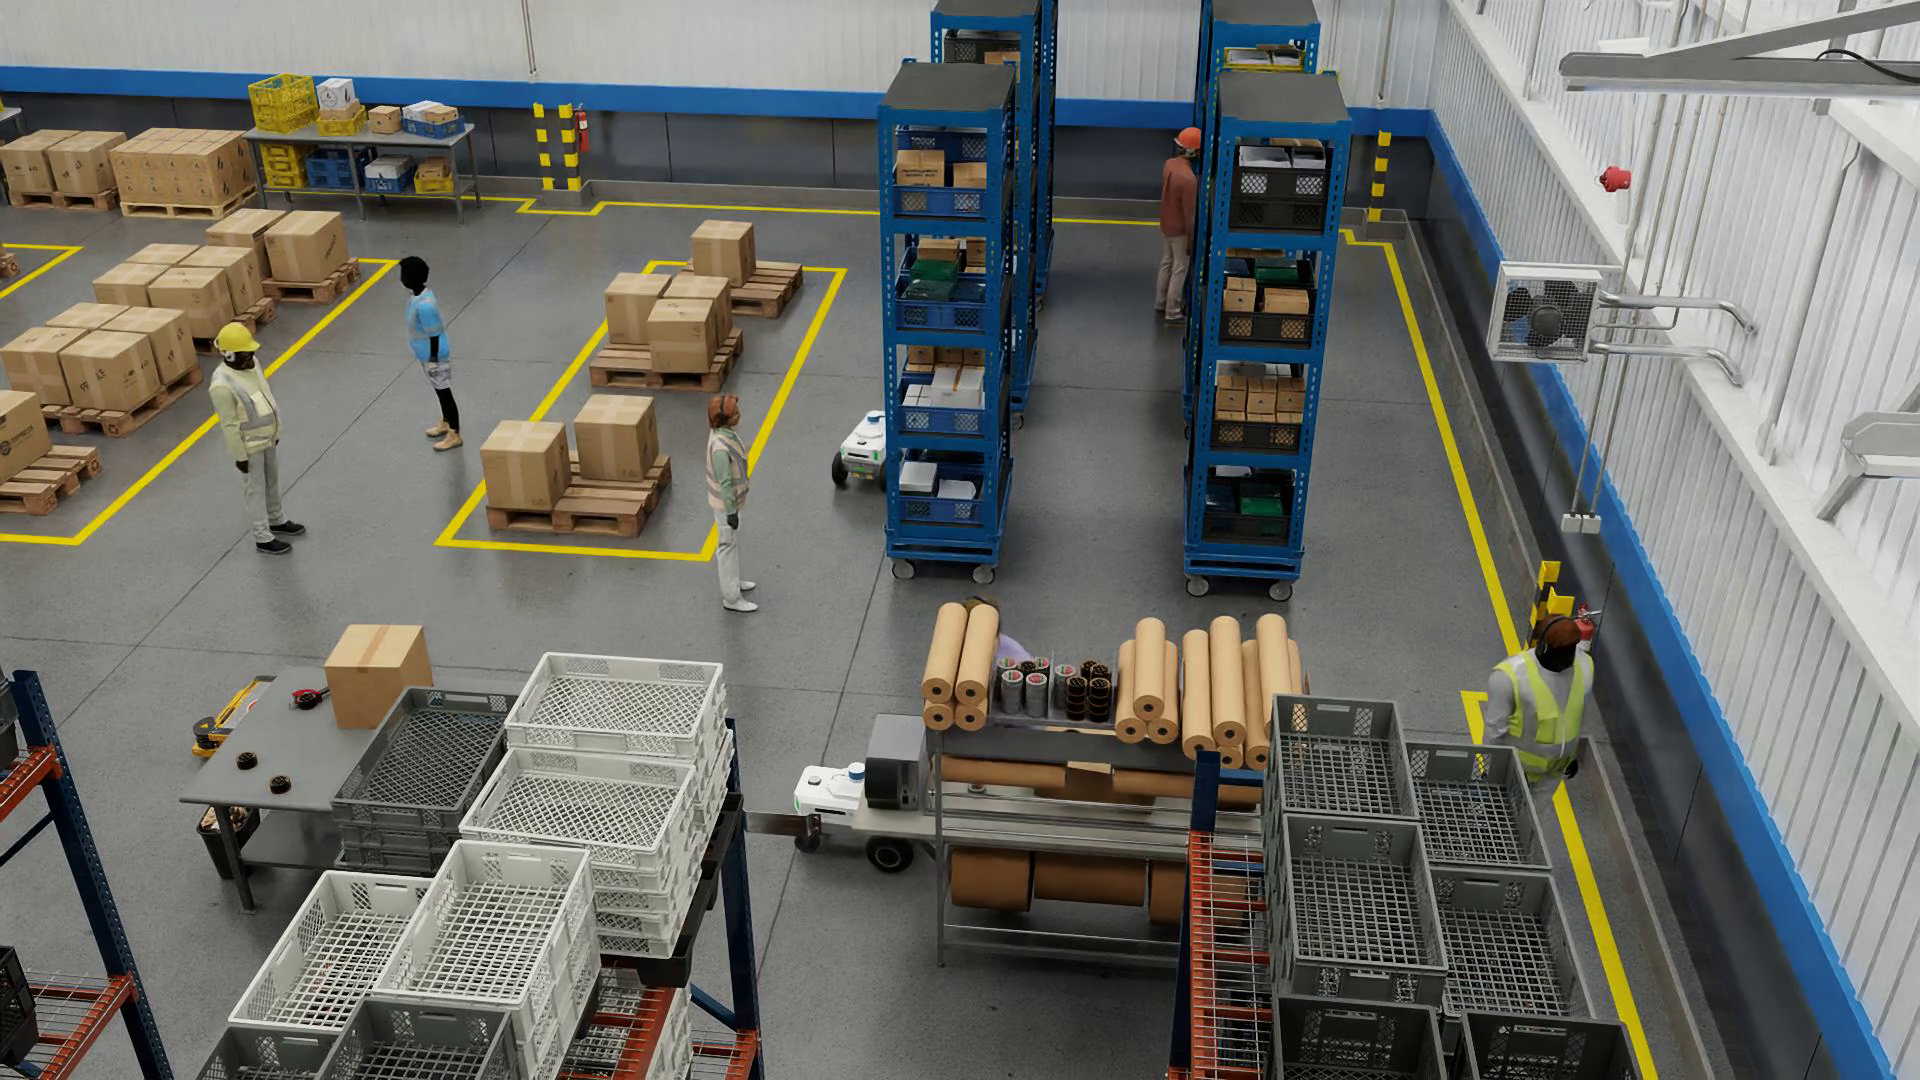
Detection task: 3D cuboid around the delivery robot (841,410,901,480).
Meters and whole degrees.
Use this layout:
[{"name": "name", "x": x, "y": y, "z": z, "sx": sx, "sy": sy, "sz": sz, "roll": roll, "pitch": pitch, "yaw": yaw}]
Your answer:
[{"name": "delivery robot", "x": -0.706, "y": -0.822, "z": 13.687, "sx": 0.477, "sy": 0.478, "sz": 0.707, "roll": 10, "pitch": 32, "yaw": 16}]

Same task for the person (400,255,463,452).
[{"name": "person", "x": -4.432, "y": -1.569, "z": 13.932, "sx": 0.322, "sy": 1.696, "sz": 0.536, "roll": -12, "pitch": 32, "yaw": -20}]

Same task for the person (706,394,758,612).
[{"name": "person", "x": -1.630, "y": -0.276, "z": 11.767, "sx": 0.309, "sy": 1.641, "sz": 0.513, "roll": -4, "pitch": 30, "yaw": -6}]

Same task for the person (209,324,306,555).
[{"name": "person", "x": -5.272, "y": -0.766, "z": 12.434, "sx": 0.403, "sy": 1.822, "sz": 0.580, "roll": 2, "pitch": 30, "yaw": 4}]

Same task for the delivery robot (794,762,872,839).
[{"name": "delivery robot", "x": -0.595, "y": 1.514, "z": 9.675, "sx": 0.707, "sy": 0.478, "sz": 0.477, "roll": 6, "pitch": 31, "yaw": 10}]

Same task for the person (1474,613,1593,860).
[{"name": "person", "x": 3.108, "y": 1.197, "z": 9.039, "sx": 0.621, "sy": 1.845, "sz": 0.429, "roll": -10, "pitch": 32, "yaw": -16}]

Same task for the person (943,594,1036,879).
[{"name": "person", "x": 0.137, "y": 1.107, "z": 9.113, "sx": 0.629, "sy": 1.930, "sz": 0.371, "roll": 18, "pitch": 35, "yaw": 28}]

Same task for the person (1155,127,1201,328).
[{"name": "person", "x": 2.150, "y": -3.034, "z": 16.175, "sx": 0.406, "sy": 1.981, "sz": 0.624, "roll": -9, "pitch": 31, "yaw": -15}]
